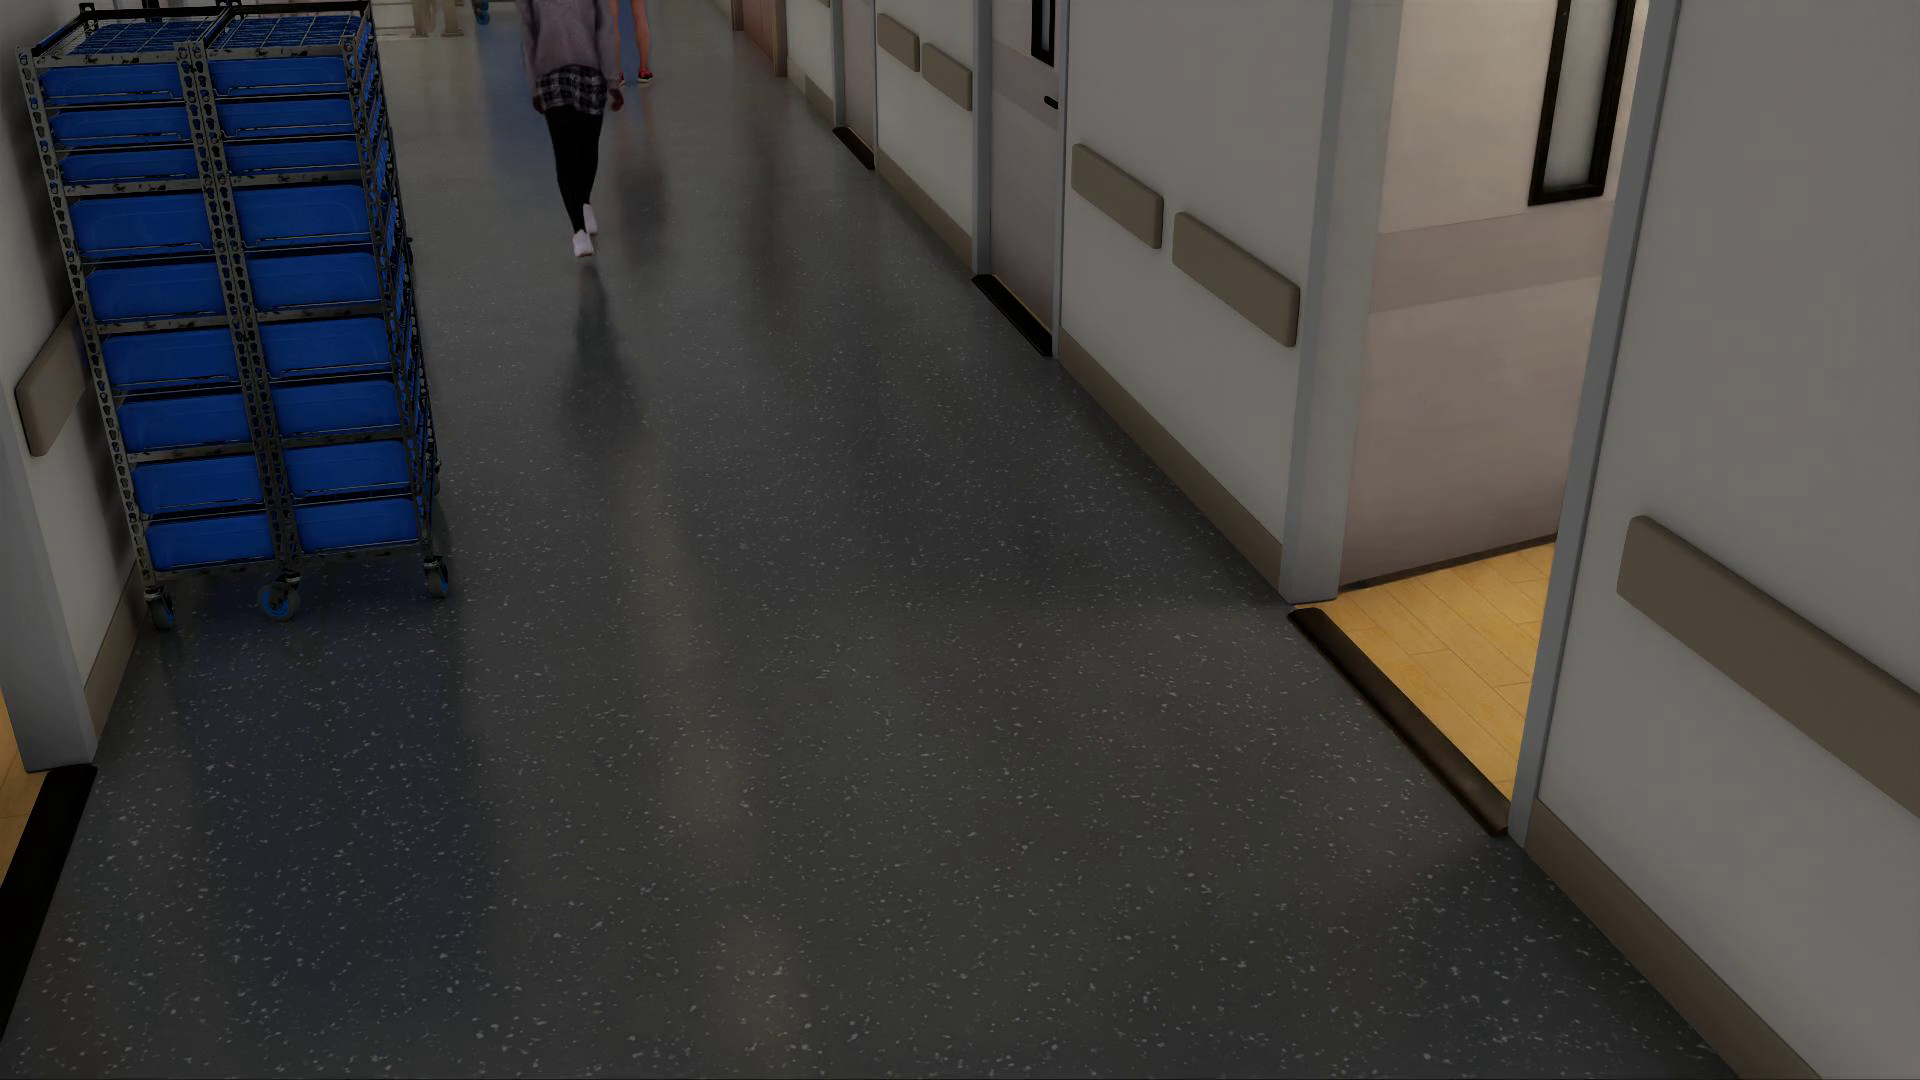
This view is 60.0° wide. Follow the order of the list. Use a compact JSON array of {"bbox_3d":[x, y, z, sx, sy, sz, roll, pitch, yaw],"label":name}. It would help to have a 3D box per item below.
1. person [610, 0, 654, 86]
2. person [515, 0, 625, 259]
[{"bbox_3d":[-2.626,-4.481,12.830,0.654,1.853,0.531,-8,27,-15],"label":"person"},{"bbox_3d":[-2.001,-2.370,8.593,0.659,1.731,1.140,-8,27,-15],"label":"person"}]
